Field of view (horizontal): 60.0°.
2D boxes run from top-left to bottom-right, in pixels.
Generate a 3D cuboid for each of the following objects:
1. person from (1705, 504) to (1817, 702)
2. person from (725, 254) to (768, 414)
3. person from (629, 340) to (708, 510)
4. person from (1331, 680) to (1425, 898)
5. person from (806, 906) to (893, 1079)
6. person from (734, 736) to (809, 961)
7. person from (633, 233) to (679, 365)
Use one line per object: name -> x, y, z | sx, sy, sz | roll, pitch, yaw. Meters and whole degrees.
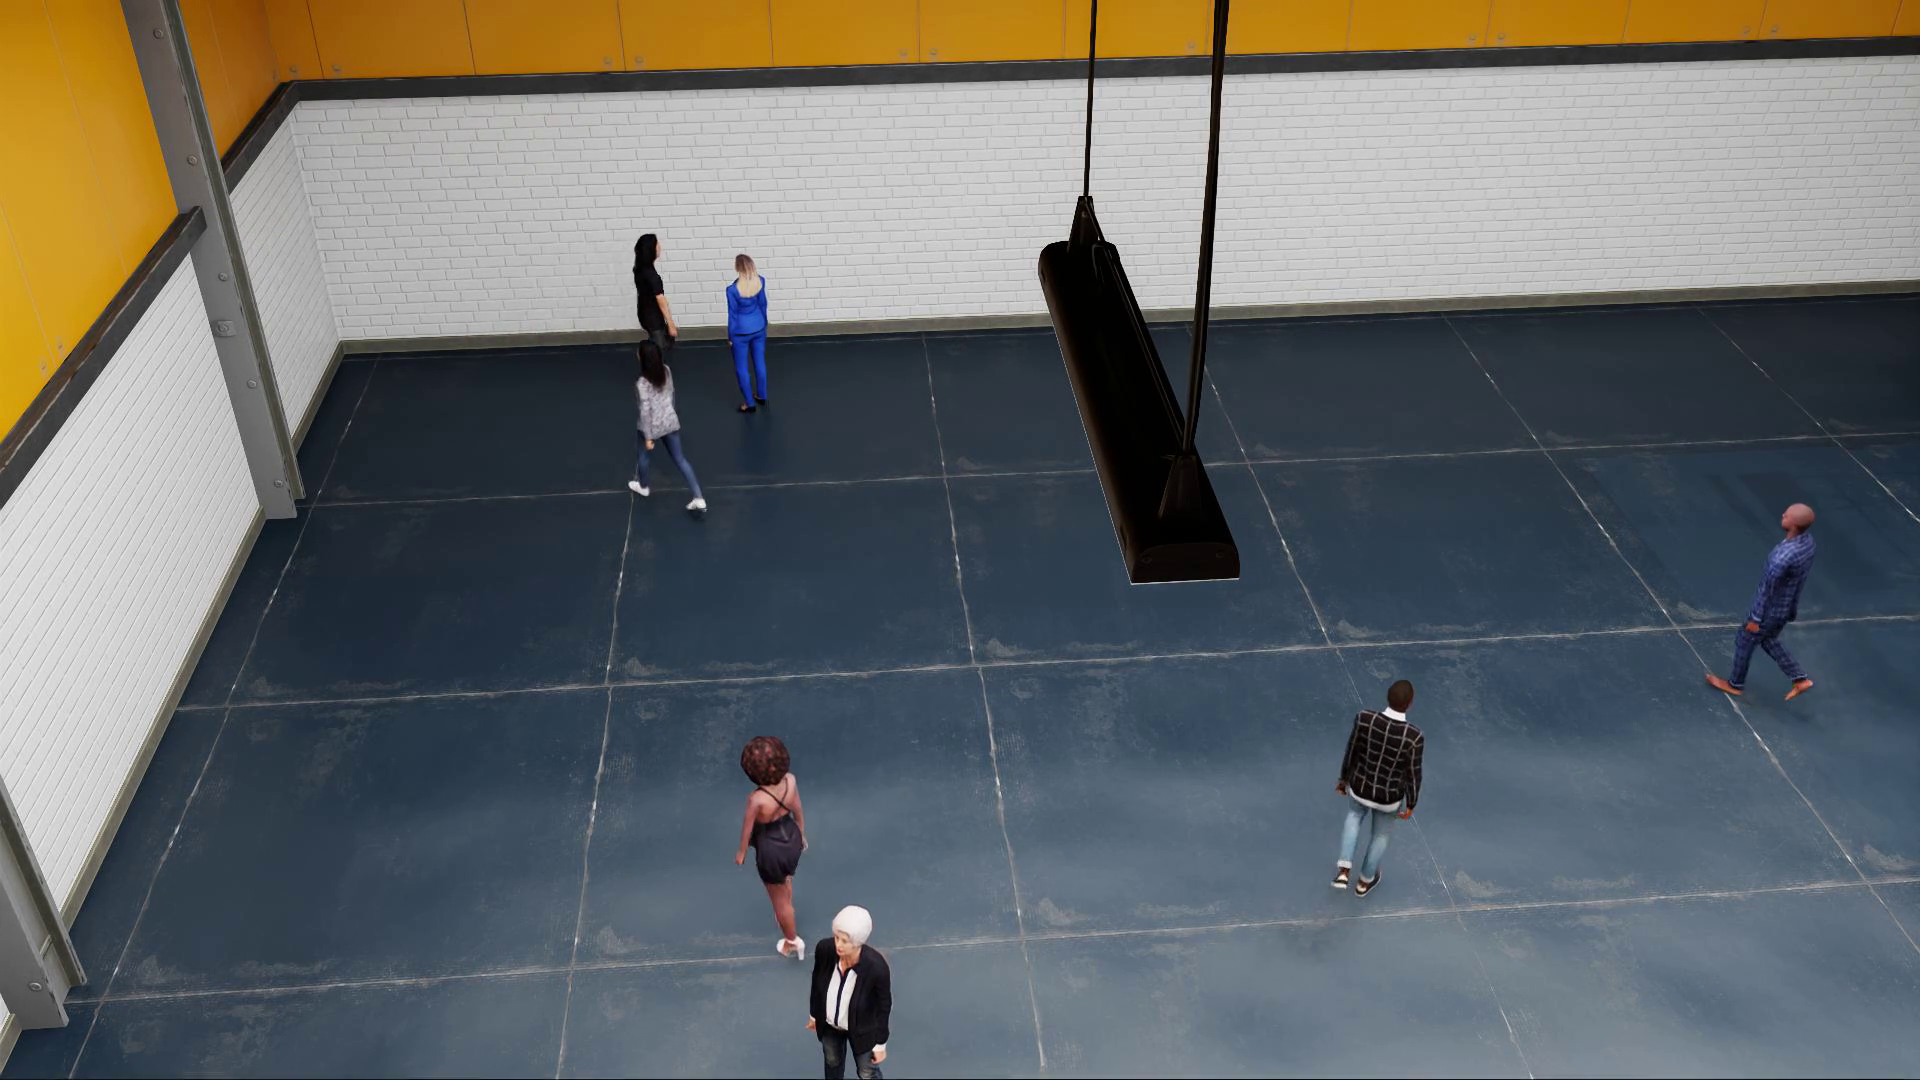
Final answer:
person -> 6.354, 0.534, 12.819 | 0.984, 1.800, 1.091 | -25, 41, -33
person -> -2.135, -2.105, 16.873 | 0.764, 1.708, 0.794 | -22, 40, -30
person -> -2.686, -1.006, 15.236 | 1.209, 1.690, 1.176 | 23, 40, 31
person -> 2.729, 1.713, 11.040 | 0.882, 1.806, 0.939 | 19, 38, 26
person -> -0.649, 2.677, 9.179 | 0.843, 1.782, 0.780 | 18, 38, 25
person -> -1.103, 2.030, 10.592 | 0.779, 1.775, 0.719 | 24, 40, 31
person -> -3.218, -2.246, 16.985 | 0.811, 1.819, 0.697 | -14, 36, -20
